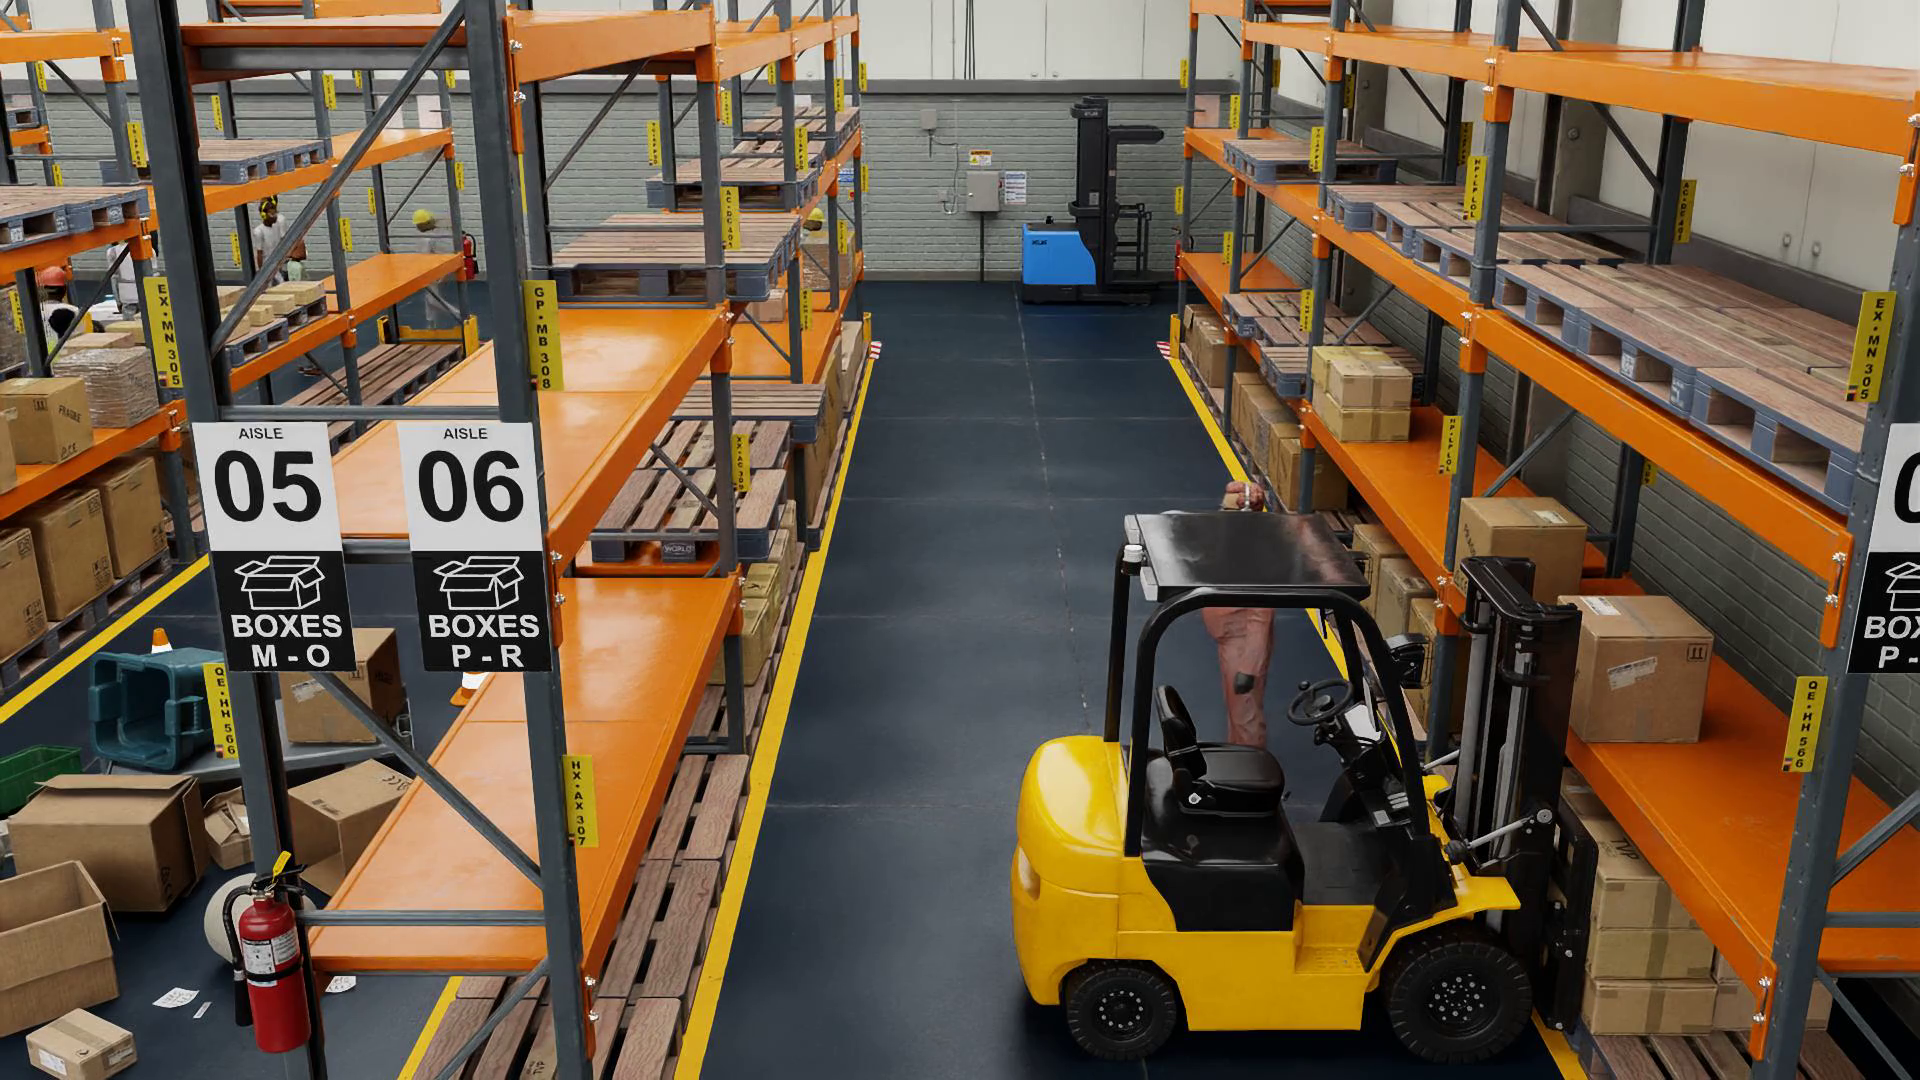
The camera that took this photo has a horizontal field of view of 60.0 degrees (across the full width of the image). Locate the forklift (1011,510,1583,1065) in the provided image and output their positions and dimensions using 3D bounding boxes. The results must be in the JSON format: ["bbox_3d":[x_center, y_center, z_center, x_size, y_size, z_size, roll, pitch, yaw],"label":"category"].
[{"bbox_3d":[1.387,1.055,7.378,2.313,2.155,1.214,0,18,0],"label":"forklift"}]

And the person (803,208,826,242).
[{"bbox_3d":[-1.900,-3.476,21.805,0.325,1.731,0.490,-1,18,-3],"label":"person"}]

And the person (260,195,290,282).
[{"bbox_3d":[-9.246,-3.804,22.602,0.325,1.861,0.509,-16,24,-39],"label":"person"}]

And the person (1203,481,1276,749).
[{"bbox_3d":[1.538,0.595,9.219,0.399,1.909,0.642,0,18,1],"label":"person"}]

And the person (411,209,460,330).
[{"bbox_3d":[-6.883,-3.506,21.926,0.672,1.709,0.497,-3,19,-9],"label":"person"}]

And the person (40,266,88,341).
[{"bbox_3d":[-8.626,-1.700,16.137,0.585,1.915,0.695,2,18,6],"label":"person"}]

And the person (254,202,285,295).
[{"bbox_3d":[-8.991,-3.492,21.698,0.457,1.840,0.550,3,18,8],"label":"person"}]

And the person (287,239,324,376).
[{"bbox_3d":[-7.842,-2.782,19.856,0.280,1.634,0.499,-11,21,-31],"label":"person"}]

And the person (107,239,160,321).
[{"bbox_3d":[-9.700,-2.861,19.642,0.545,1.931,0.381,-3,19,-9],"label":"person"}]

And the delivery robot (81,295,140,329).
[{"bbox_3d":[-11.263,-3.013,22.101,0.707,0.478,0.477,-6,19,-17],"label":"delivery robot"}]

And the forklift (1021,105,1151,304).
[{"bbox_3d":[1.857,-4.944,24.441,1.873,2.768,1.129,0,18,0],"label":"forklift"}]
